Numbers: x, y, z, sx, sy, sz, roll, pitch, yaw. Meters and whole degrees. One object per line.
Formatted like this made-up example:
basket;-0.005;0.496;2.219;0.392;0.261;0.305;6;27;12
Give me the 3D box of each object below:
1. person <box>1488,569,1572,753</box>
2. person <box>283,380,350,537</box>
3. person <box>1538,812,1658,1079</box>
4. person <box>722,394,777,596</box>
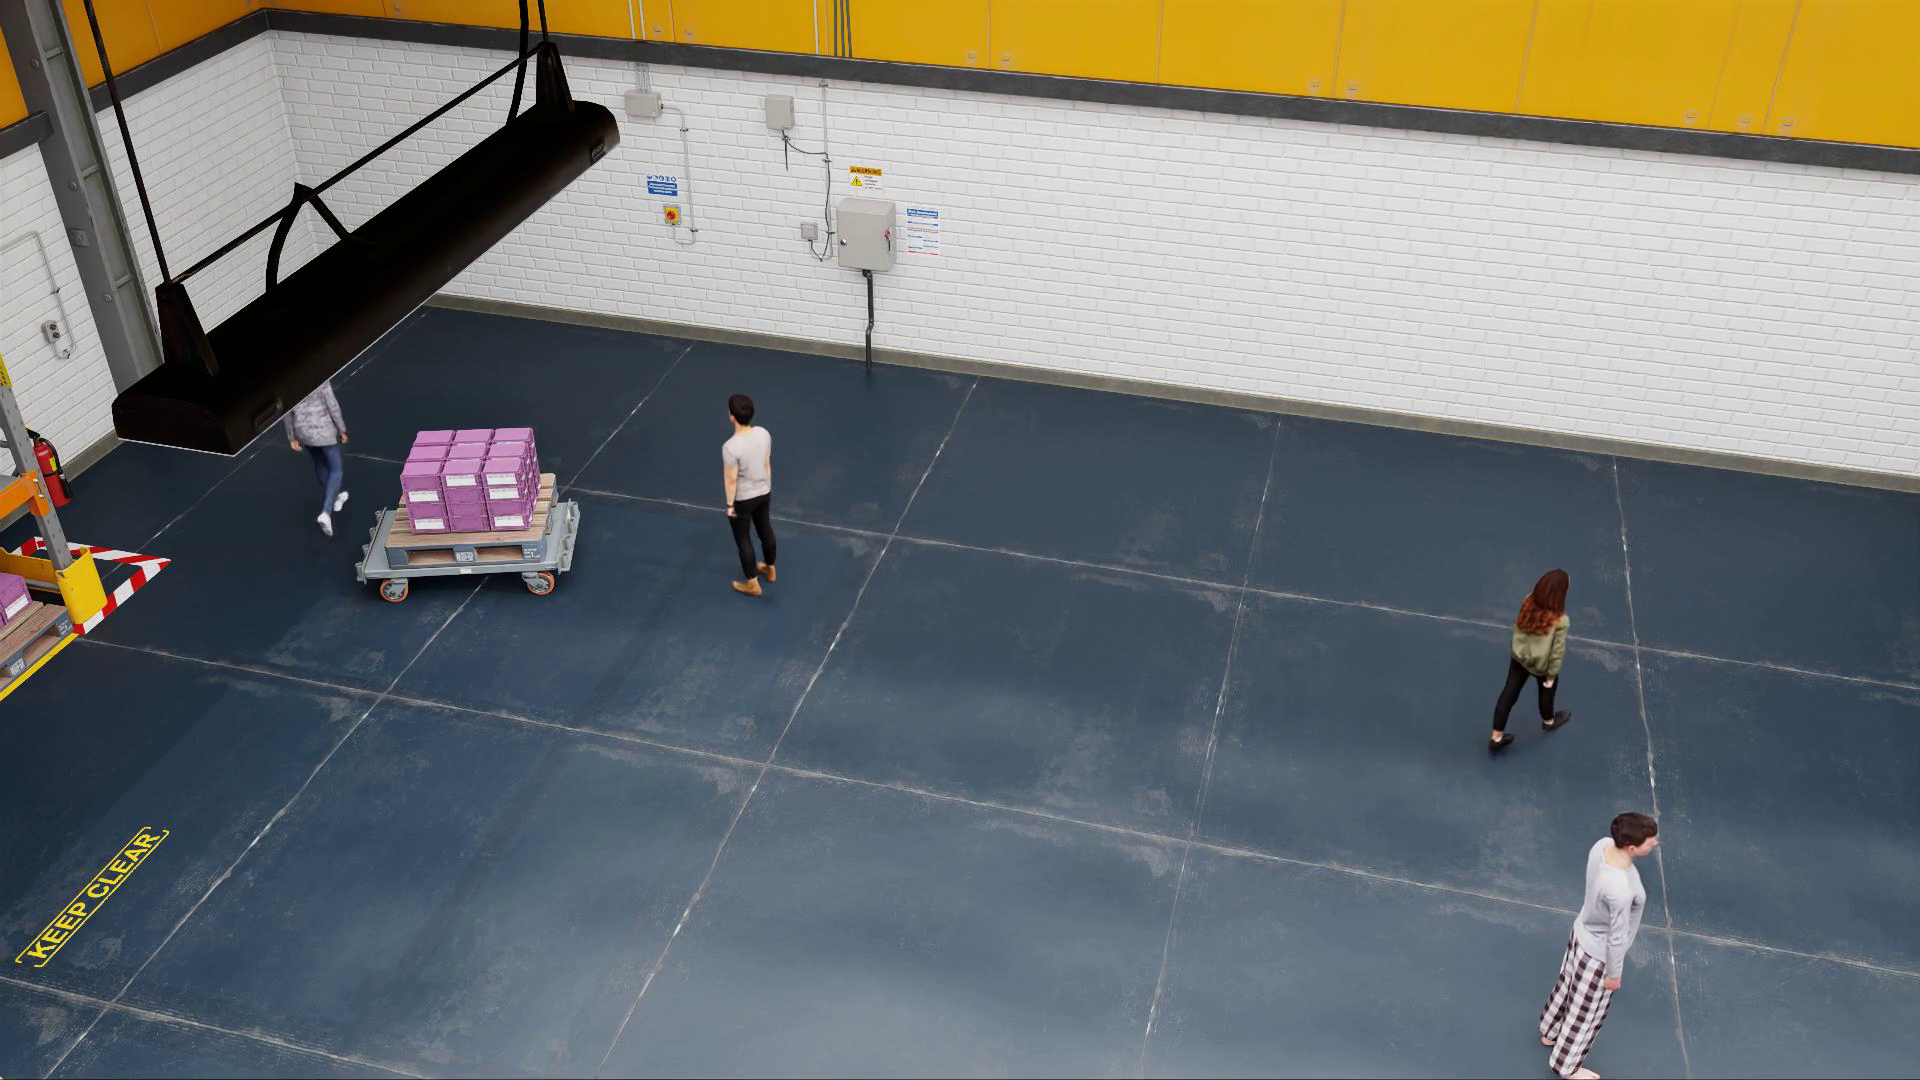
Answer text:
person;3.868;0.855;11.364;1.017;1.444;0.942;-20;39;-27
person;-5.310;-0.841;13.675;0.779;1.711;1.120;0;34;0
person;3.451;2.184;9.000;0.717;1.847;0.523;3;34;4
person;-1.635;-0.362;12.943;0.665;1.724;0.762;-28;43;-35
